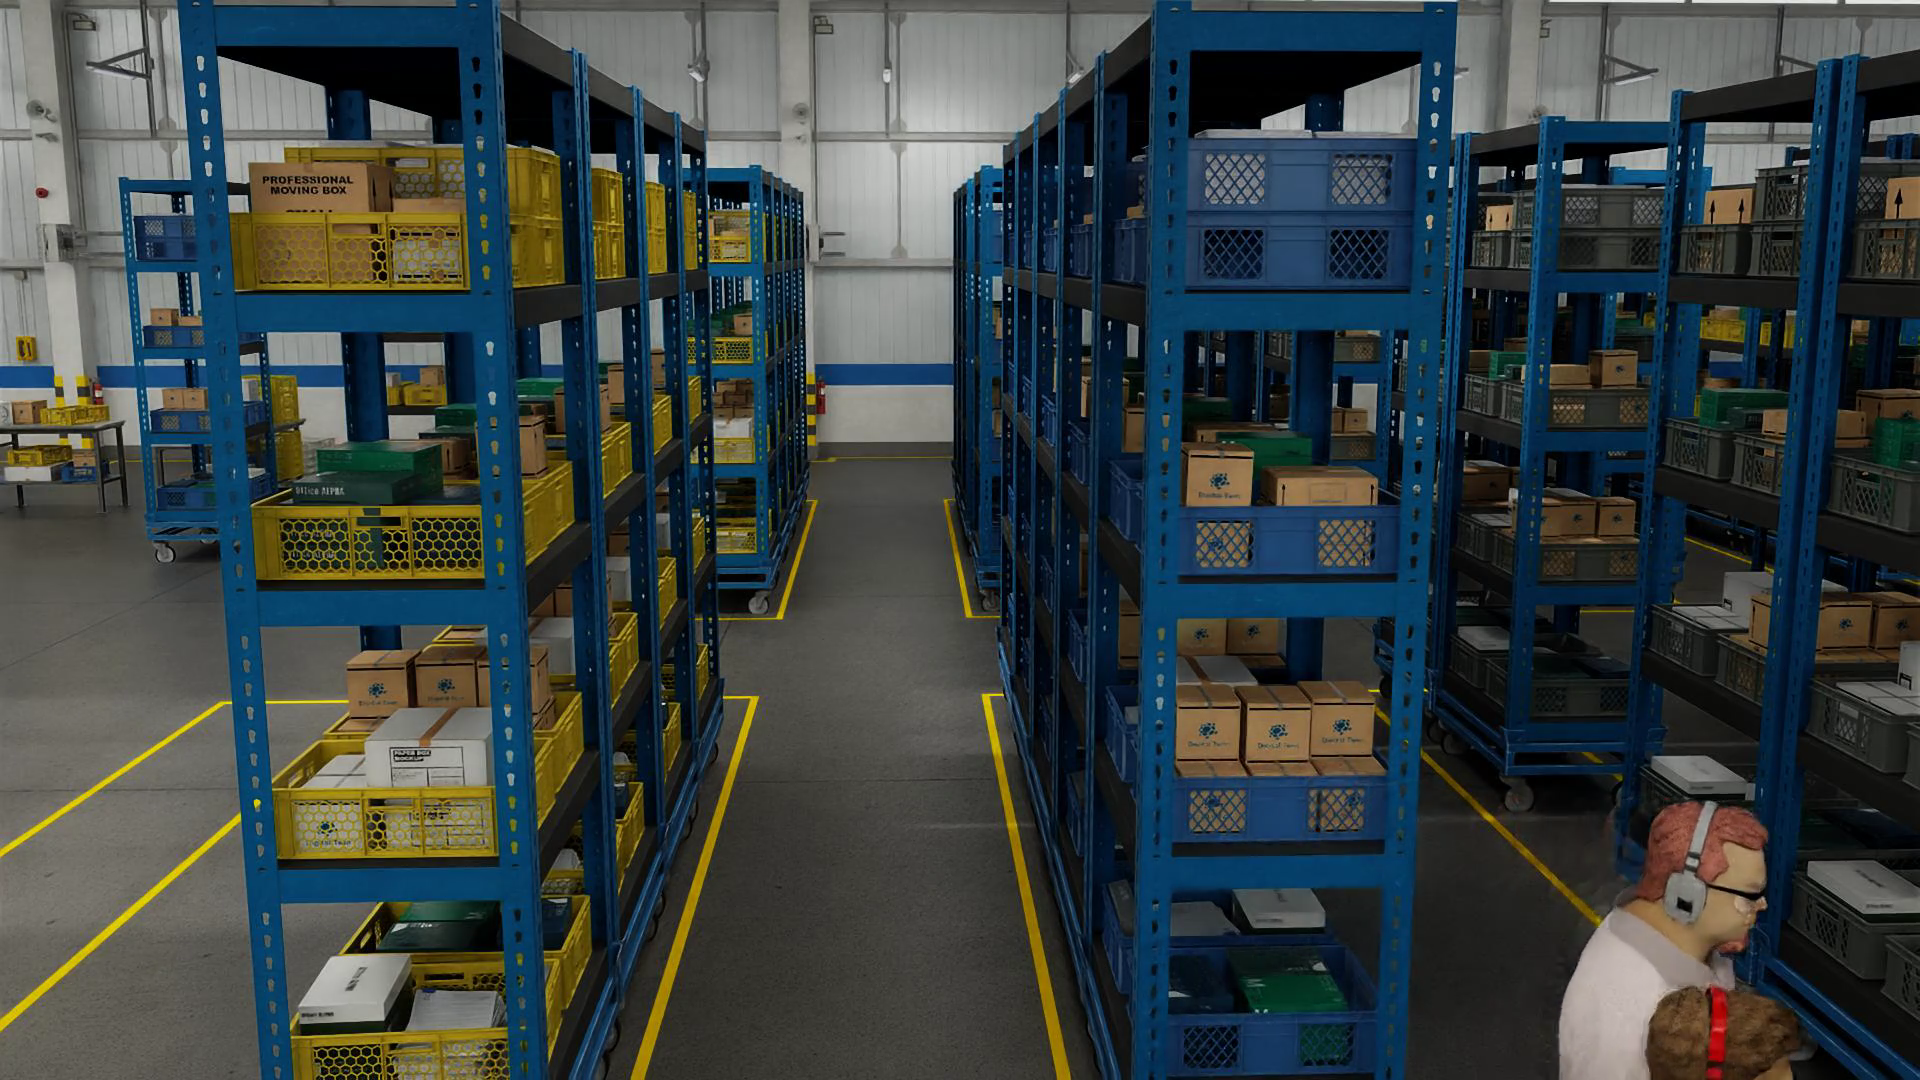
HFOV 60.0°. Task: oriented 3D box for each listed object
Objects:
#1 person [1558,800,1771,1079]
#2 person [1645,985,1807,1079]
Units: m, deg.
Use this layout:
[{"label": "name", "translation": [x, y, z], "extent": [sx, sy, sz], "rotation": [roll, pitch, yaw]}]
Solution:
[{"label": "person", "translation": [1.437, 1.439, 3.426], "extent": [0.435, 1.887, 0.675], "rotation": [5, 11, 26]}, {"label": "person", "translation": [1.196, 1.591, 2.842], "extent": [1.002, 1.791, 0.582], "rotation": [3, 10, 17]}]
